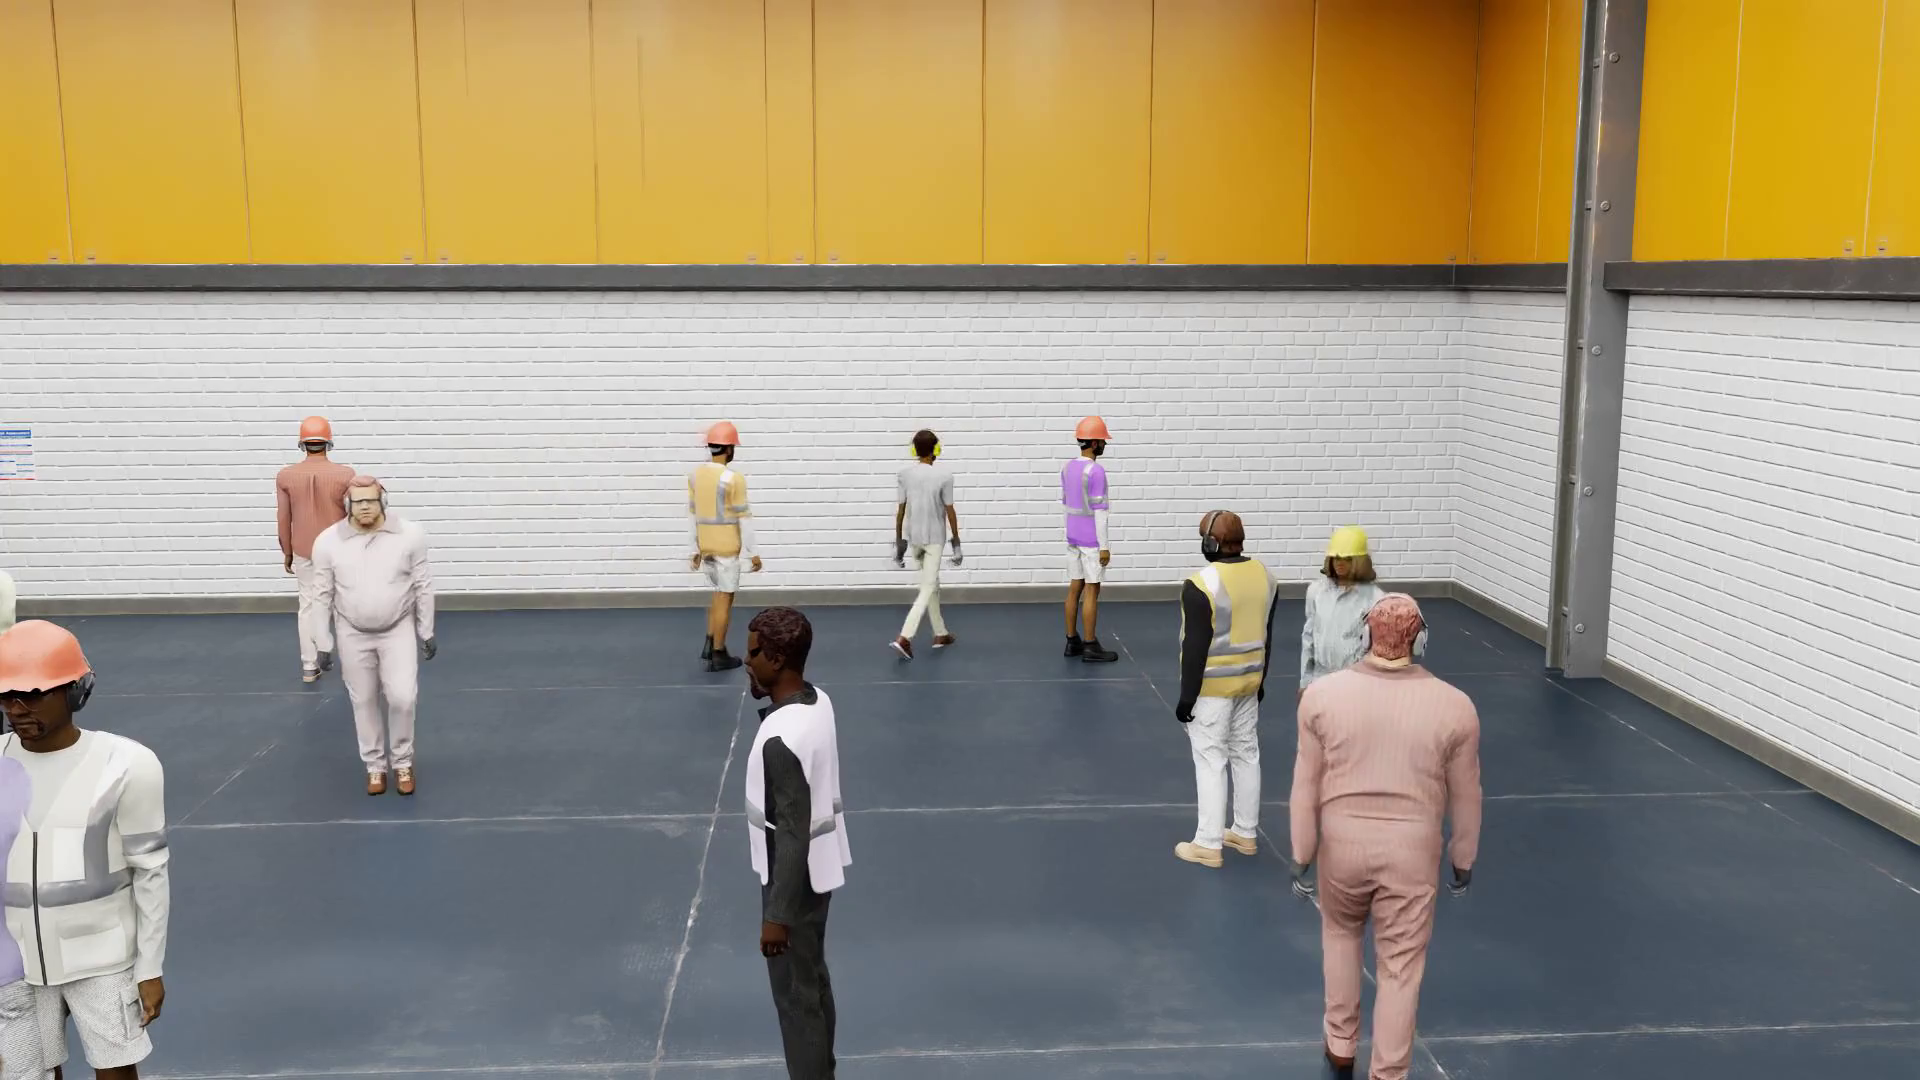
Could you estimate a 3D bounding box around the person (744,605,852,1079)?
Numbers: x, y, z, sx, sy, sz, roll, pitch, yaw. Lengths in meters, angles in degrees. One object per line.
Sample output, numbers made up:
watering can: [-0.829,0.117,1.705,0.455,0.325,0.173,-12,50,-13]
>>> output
person: [-0.568,1.173,5.741,0.377,1.915,0.599,0,9,3]

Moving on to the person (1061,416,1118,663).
person: [1.019,-0.009,13.091,0.363,1.939,0.542,-5,10,-27]

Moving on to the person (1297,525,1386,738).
person: [2.055,0.768,8.846,0.499,1.730,0.460,8,12,40]

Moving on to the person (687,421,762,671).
person: [-1.786,0.049,12.773,0.560,1.919,0.460,8,12,41]

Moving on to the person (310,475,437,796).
person: [-3.393,0.565,9.628,0.679,1.888,0.536,-3,9,-16]

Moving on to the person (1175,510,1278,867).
person: [1.347,0.756,8.598,0.633,1.839,0.429,-7,11,-38]

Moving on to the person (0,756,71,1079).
person: [-2.911,1.302,4.862,0.628,1.940,0.373,-6,11,-33]

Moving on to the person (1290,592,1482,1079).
person: [1.571,1.124,6.153,0.673,1.880,0.722,3,9,16]

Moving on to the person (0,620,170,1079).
person: [-2.658,1.239,4.931,0.608,2.044,0.370,-1,9,-7]

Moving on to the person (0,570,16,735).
person: [-4.827,0.778,7.978,0.611,1.995,0.377,-6,11,-35]

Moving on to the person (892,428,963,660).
person: [-0.285,0.027,13.282,0.521,1.824,0.964,5,11,31]

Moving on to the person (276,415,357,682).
person: [-4.754,0.068,12.422,0.621,1.997,0.372,-1,9,-6]
